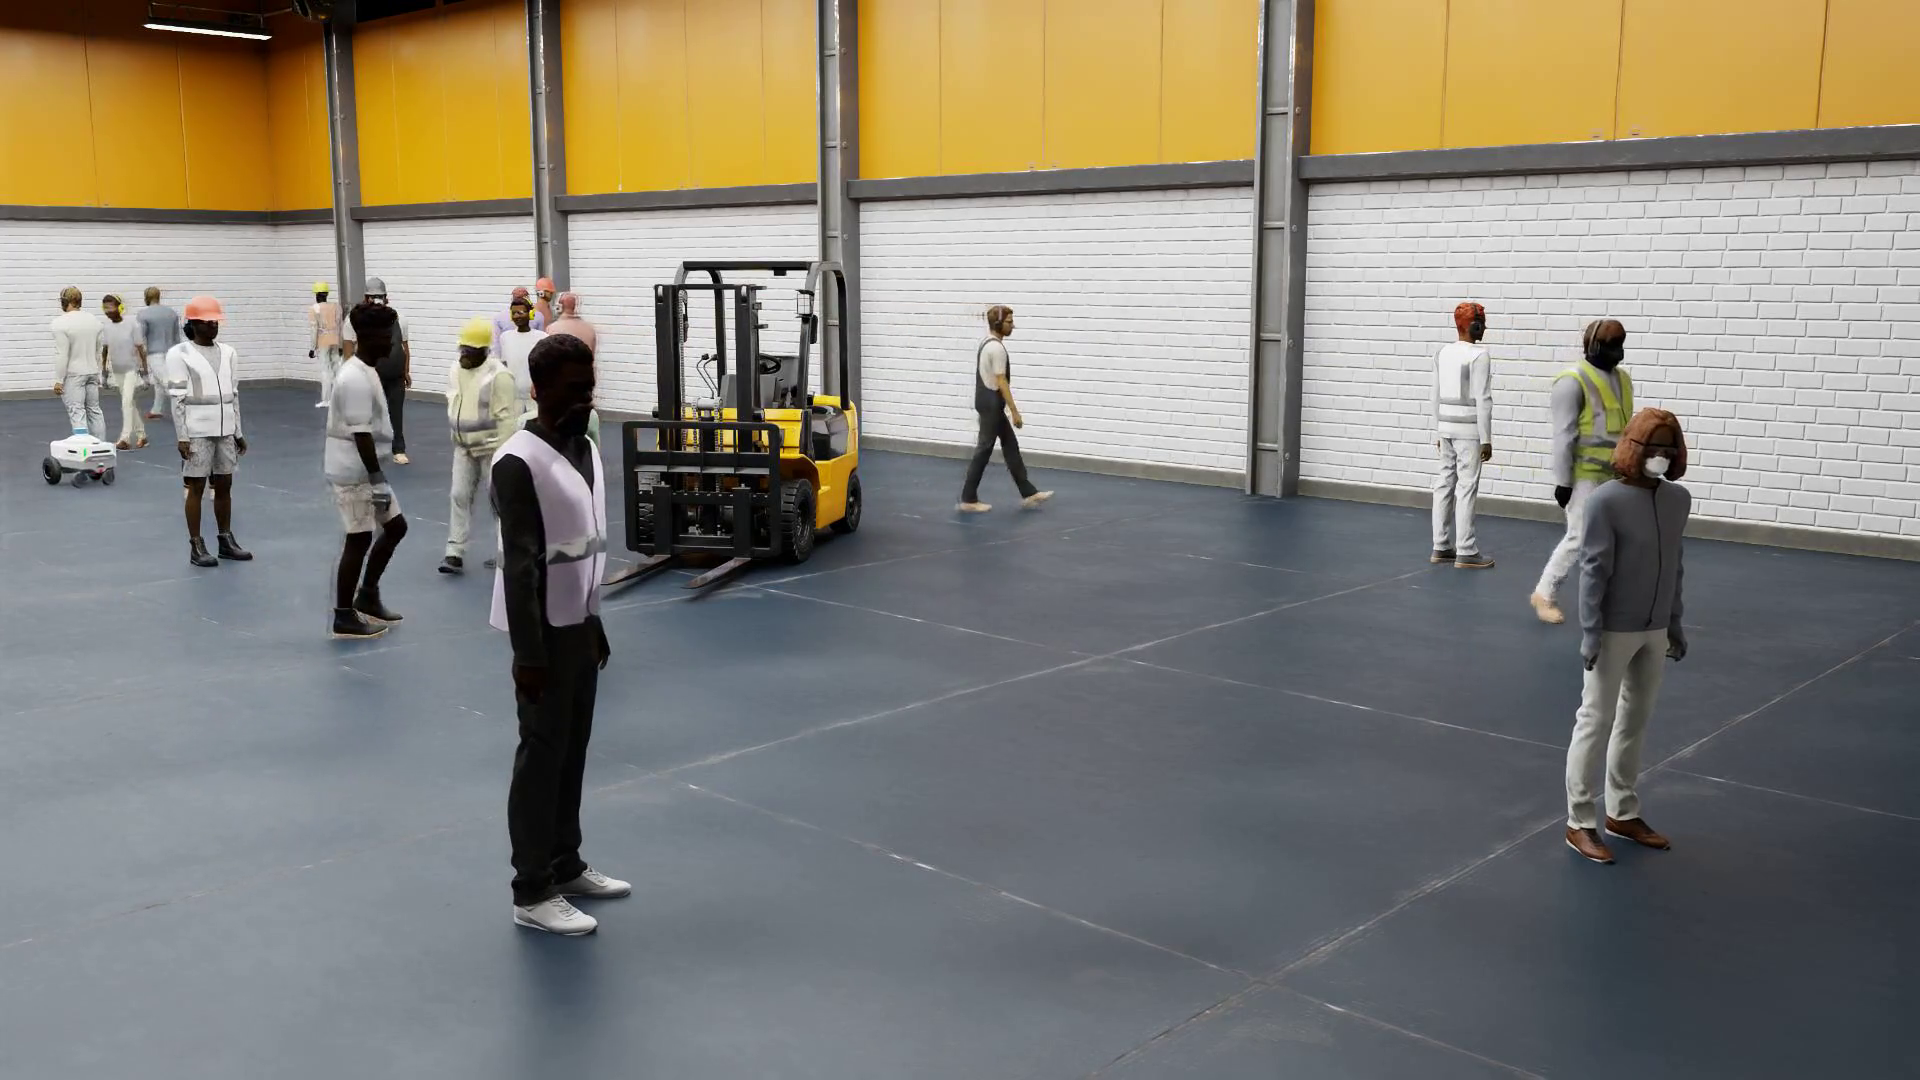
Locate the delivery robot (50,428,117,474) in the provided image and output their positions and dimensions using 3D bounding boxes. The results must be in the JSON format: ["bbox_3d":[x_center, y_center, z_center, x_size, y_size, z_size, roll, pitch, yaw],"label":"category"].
[{"bbox_3d":[-8.616,-0.861,16.347,0.707,0.478,0.477,7,11,35],"label":"delivery robot"}]

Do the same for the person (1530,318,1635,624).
[{"bbox_3d":[3.765,-0.395,9.871,0.649,1.840,0.450,-7,11,-35],"label":"person"}]

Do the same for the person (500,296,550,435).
[{"bbox_3d":[-3.997,-1.305,15.337,0.521,1.873,0.335,1,9,6],"label":"person"}]

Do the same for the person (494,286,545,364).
[{"bbox_3d":[-5.513,-2.245,20.986,0.645,1.907,0.400,0,9,-2],"label":"person"}]

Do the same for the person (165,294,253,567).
[{"bbox_3d":[-5.378,-0.786,11.946,0.355,1.939,0.543,5,11,28],"label":"person"}]

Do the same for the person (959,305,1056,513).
[{"bbox_3d":[0.414,-1.129,14.467,0.948,1.798,0.521,-1,9,-6],"label":"person"}]

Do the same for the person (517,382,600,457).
[{"bbox_3d":[-2.227,-0.197,9.263,0.497,1.633,0.280,-9,13,-42],"label":"person"}]

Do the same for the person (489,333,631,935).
[{"bbox_3d":[-1.316,0.293,5.392,0.371,1.915,0.597,1,9,9],"label":"person"}]

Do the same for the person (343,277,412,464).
[{"bbox_3d":[-6.243,-1.815,17.939,0.690,2.000,0.538,-6,11,-33],"label":"person"}]

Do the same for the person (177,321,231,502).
[{"bbox_3d":[-6.913,-1.185,15.148,0.537,1.694,0.319,1,9,6],"label":"person"}]

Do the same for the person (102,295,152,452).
[{"bbox_3d":[-9.721,-1.932,19.366,0.563,1.821,0.962,1,9,9],"label":"person"}]

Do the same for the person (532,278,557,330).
[{"bbox_3d":[-5.705,-2.599,22.885,0.375,1.997,0.608,0,9,1],"label":"person"}]

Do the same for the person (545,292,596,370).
[{"bbox_3d":[-3.974,-1.543,16.742,0.610,1.886,0.688,6,11,34],"label":"person"}]

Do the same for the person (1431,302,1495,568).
[{"bbox_3d":[3.591,-0.744,11.861,0.355,1.883,0.573,-4,10,-22],"label":"person"}]

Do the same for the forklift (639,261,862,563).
[{"bbox_3d":[-1.552,-1.040,12.721,1.214,2.155,2.313,2,9,11],"label":"forklift"}]

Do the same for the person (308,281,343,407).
[{"bbox_3d":[-9.723,-2.992,25.500,0.372,1.928,0.584,6,11,32],"label":"person"}]

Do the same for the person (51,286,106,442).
[{"bbox_3d":[-9.416,-1.734,17.758,0.372,1.940,0.630,2,10,14],"label":"person"}]

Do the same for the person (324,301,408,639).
[{"bbox_3d":[-3.406,-0.396,9.549,0.539,1.938,0.685,-3,10,-16],"label":"person"}]

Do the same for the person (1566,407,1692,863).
[{"bbox_3d":[2.429,0.335,6.003,0.502,1.632,0.284,-5,10,-26],"label":"person"}]

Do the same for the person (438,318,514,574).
[{"bbox_3d":[-3.338,-0.636,11.502,0.616,1.780,0.822,5,10,27],"label":"person"}]

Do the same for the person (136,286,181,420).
[{"bbox_3d":[-11.059,-2.580,23.099,0.985,1.903,0.642,4,10,23],"label":"person"}]
